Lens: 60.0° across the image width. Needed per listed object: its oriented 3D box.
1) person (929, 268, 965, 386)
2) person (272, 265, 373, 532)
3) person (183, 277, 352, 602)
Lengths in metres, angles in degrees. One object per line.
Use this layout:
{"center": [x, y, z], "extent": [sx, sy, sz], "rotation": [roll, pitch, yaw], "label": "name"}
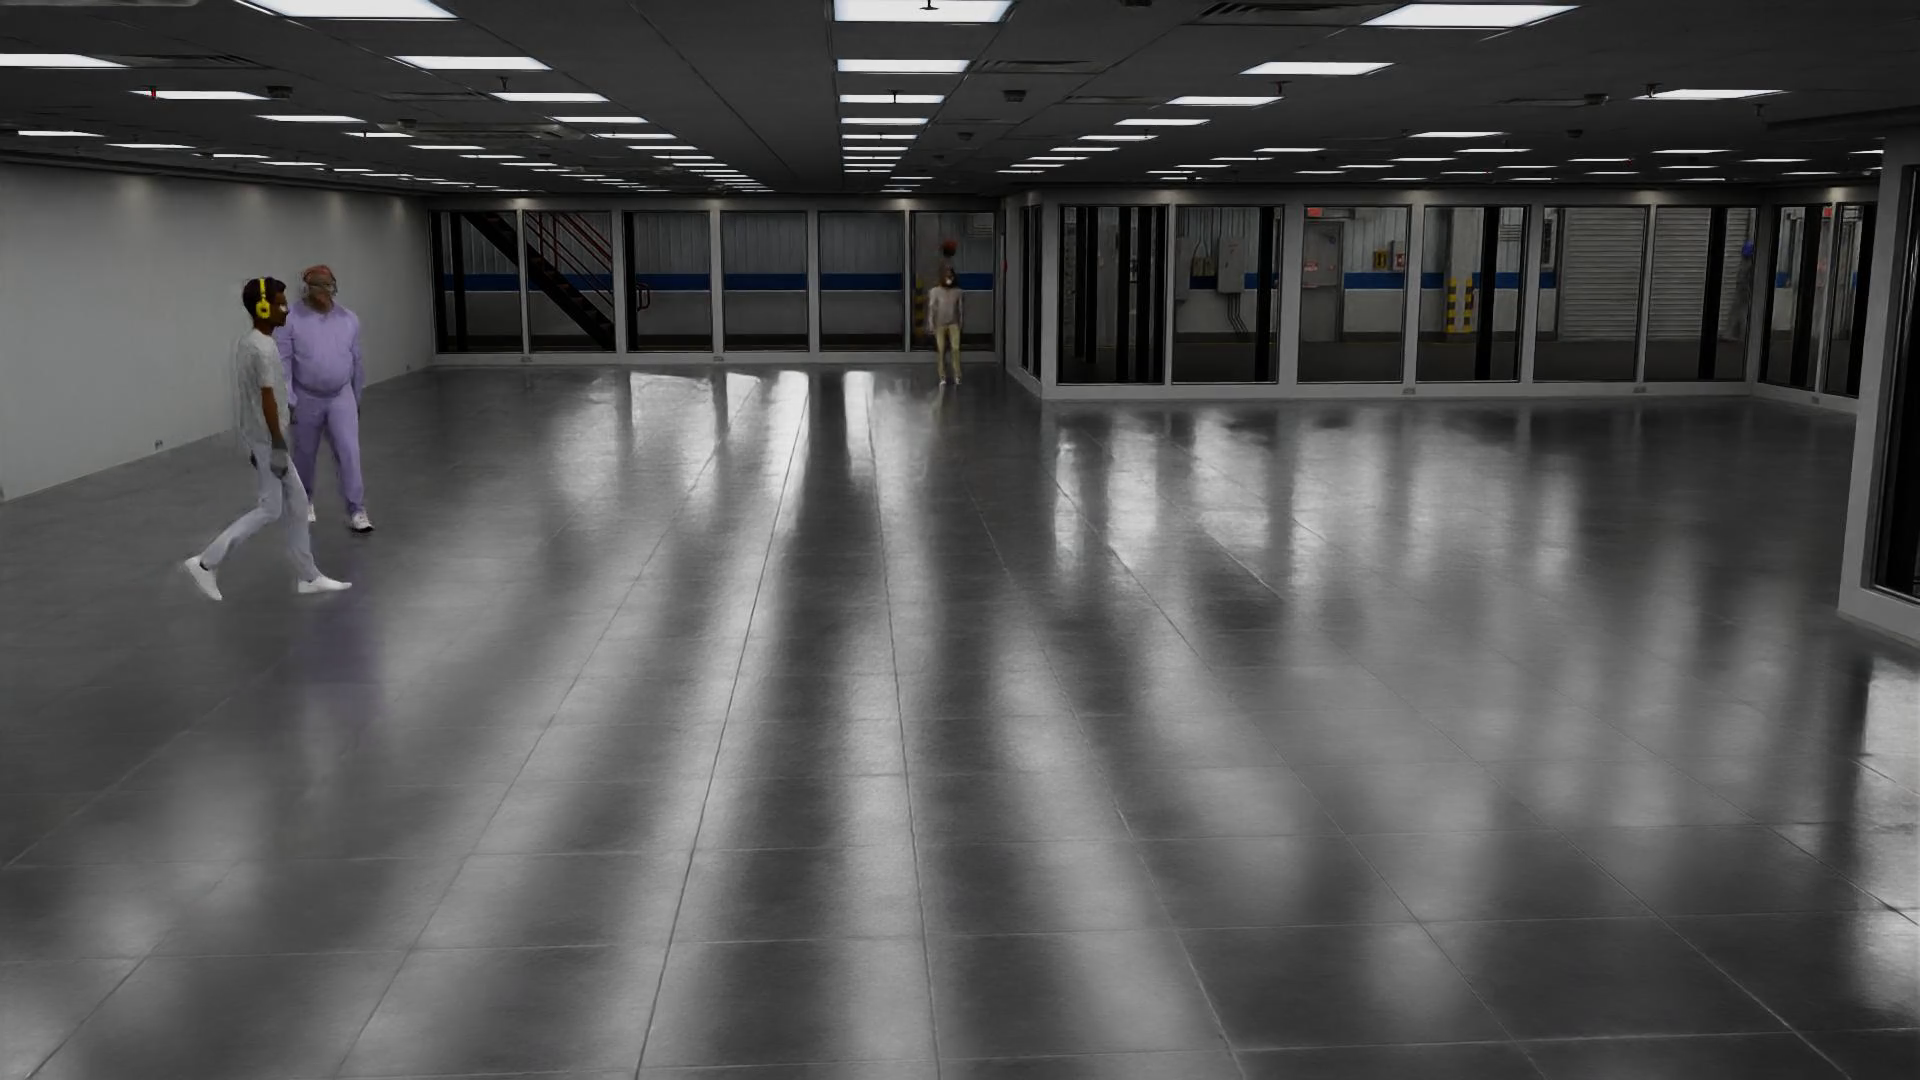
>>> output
{"center": [-0.169, -2.872, 22.536], "extent": [0.514, 1.589, 0.854], "rotation": [-1, 11, -8], "label": "person"}
{"center": [-4.511, -1.001, 11.742], "extent": [0.642, 1.859, 1.008], "rotation": [-7, 13, -33], "label": "person"}
{"center": [-3.969, -0.559, 9.402], "extent": [0.834, 1.845, 0.524], "rotation": [-5, 12, -27], "label": "person"}
